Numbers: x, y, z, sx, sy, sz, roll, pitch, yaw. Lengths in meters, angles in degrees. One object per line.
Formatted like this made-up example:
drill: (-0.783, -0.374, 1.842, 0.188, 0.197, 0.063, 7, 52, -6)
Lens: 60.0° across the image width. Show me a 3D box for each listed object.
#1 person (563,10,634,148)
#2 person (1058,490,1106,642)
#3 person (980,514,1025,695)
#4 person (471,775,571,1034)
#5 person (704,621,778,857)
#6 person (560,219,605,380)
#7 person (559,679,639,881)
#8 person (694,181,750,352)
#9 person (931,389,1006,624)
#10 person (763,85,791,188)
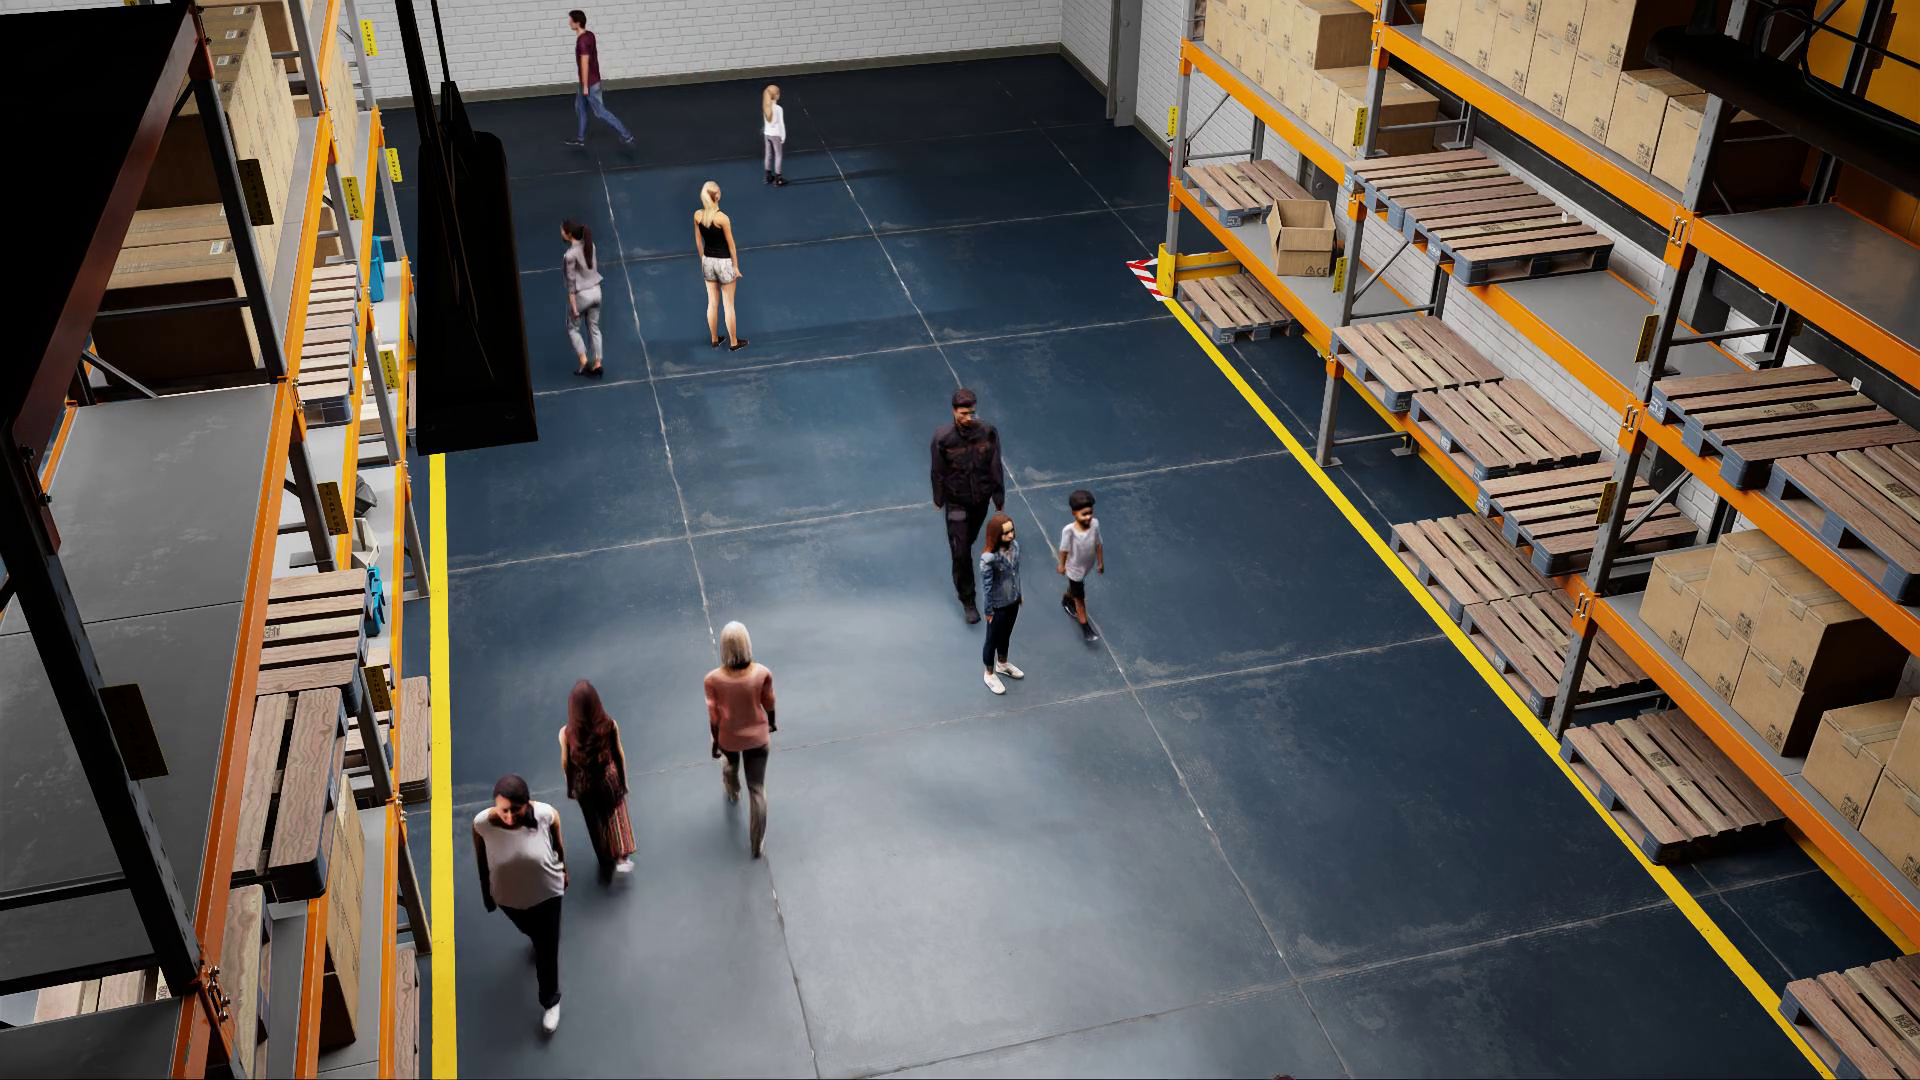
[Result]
person: (-4.776, -6.024, 21.876, 0.864, 1.805, 1.162, -3, 34, -5)
person: (0.922, 0.136, 13.134, 0.600, 1.225, 0.906, -15, 36, -21)
person: (0.305, 0.449, 12.435, 0.674, 1.477, 0.640, 24, 41, 32)
person: (-2.575, 2.024, 9.907, 0.760, 1.652, 1.133, -4, 34, -6)
person: (-1.416, 1.343, 10.898, 0.648, 1.690, 1.010, -7, 34, -10)
person: (-3.651, -2.365, 16.511, 0.781, 1.652, 0.729, 18, 38, 25)
person: (-2.320, 1.599, 10.639, 0.558, 1.550, 0.678, -10, 35, -14)
person: (-2.475, -2.818, 17.018, 0.693, 1.844, 0.736, 14, 36, 20)
person: (0.039, -0.395, 13.326, 0.783, 1.896, 1.235, -12, 35, -17)
person: (-2.356, -5.104, 20.970, 0.551, 1.277, 0.623, 23, 40, 30)
